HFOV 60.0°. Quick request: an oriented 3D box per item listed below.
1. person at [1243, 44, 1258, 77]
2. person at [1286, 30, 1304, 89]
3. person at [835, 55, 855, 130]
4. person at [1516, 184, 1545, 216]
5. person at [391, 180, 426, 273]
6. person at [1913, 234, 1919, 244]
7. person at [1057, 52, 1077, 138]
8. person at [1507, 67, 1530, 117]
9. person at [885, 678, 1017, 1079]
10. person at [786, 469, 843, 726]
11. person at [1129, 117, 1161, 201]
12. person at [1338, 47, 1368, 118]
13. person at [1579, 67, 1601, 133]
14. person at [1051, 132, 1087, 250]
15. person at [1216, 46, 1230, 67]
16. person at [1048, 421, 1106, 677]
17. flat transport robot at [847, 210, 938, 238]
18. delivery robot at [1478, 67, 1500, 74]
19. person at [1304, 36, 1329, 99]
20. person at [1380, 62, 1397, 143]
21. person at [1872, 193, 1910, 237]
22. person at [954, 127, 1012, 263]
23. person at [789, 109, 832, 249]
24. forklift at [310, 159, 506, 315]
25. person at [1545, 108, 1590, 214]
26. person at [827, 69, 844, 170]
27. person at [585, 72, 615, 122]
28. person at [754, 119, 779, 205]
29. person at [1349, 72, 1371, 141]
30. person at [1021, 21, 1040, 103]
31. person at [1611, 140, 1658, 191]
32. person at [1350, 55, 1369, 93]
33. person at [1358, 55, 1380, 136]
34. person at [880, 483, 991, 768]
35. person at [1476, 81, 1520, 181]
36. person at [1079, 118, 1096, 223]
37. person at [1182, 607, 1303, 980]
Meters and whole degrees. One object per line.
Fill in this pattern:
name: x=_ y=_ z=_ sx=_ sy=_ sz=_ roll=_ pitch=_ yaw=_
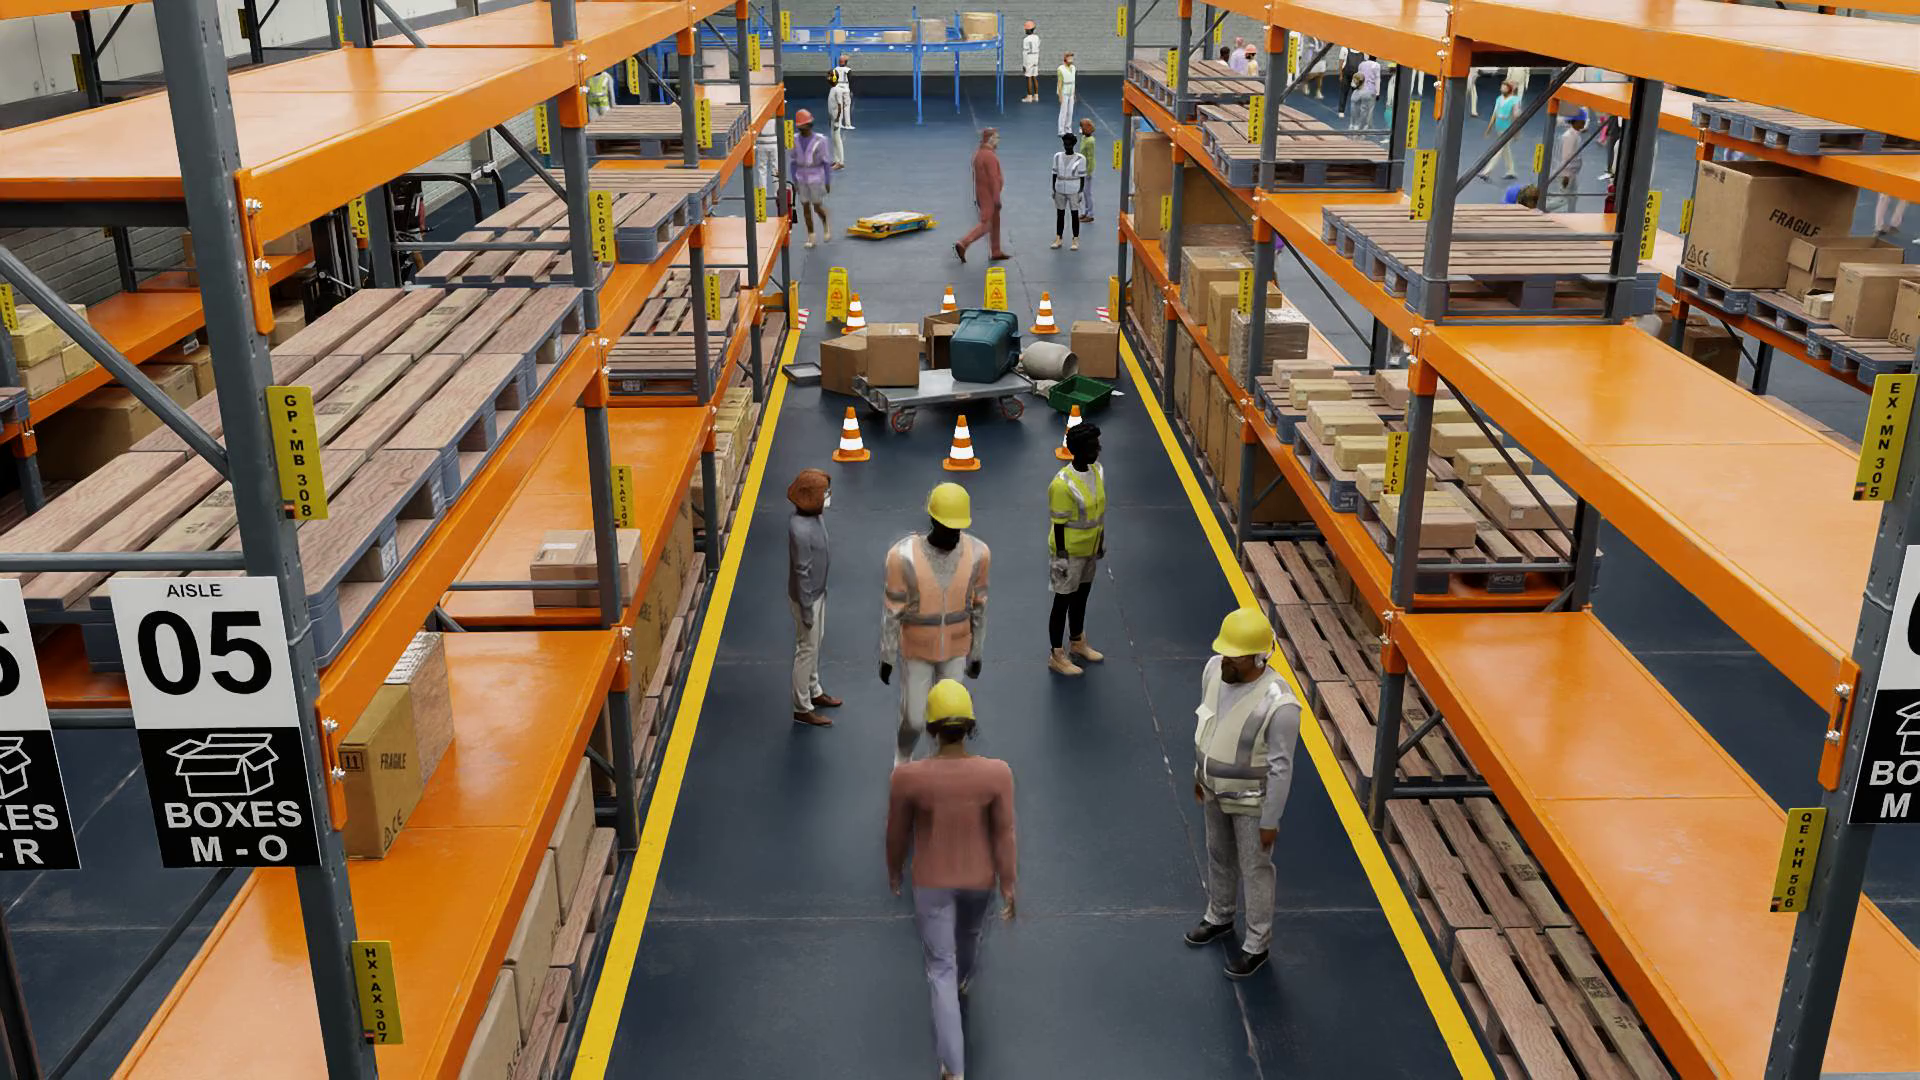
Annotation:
person: x=6.417 y=-9.982 z=36.881 sx=0.376 sy=1.939 sz=0.547 roll=2 pitch=21 yaw=6
person: x=9.268 y=-13.509 z=46.282 sx=0.576 sy=1.881 sz=0.352 roll=-9 pitch=22 yaw=-22
person: x=-2.639 y=-10.175 z=37.809 sx=0.522 sy=1.636 sz=0.309 roll=16 pitch=26 yaw=36
person: x=6.211 y=-2.933 z=18.275 sx=0.406 sy=1.924 sz=0.642 roll=13 pitch=24 yaw=31
person: x=-6.952 y=-3.919 z=20.708 sx=0.605 sy=2.045 sz=0.382 roll=-17 pitch=27 yaw=-38
person: x=14.502 y=-5.251 z=24.665 sx=0.489 sy=1.737 sz=0.320 roll=-2 pitch=21 yaw=-5
person: x=2.316 y=-9.725 z=36.351 sx=0.395 sy=1.831 sz=0.576 roll=16 pitch=26 yaw=36
person: x=13.226 y=-10.800 z=39.465 sx=0.499 sy=1.634 sz=0.279 roll=5 pitch=21 yaw=14
person: x=-0.045 y=1.408 z=7.093 sx=0.540 sy=1.699 sz=0.944 roll=-3 pitch=21 yaw=-8
person: x=-0.896 y=0.340 z=10.039 sx=0.285 sy=1.623 sz=0.509 roll=2 pitch=21 yaw=5
person: x=3.111 y=-6.710 z=28.366 sx=0.632 sy=1.842 sz=0.429 roll=-6 pitch=22 yaw=-16
person: x=9.430 y=-11.161 z=39.854 sx=0.676 sy=2.000 sz=0.536 roll=-1 pitch=21 yaw=-2
person: x=14.199 y=-10.048 z=37.223 sx=0.840 sy=1.827 sz=0.567 roll=-13 pitch=24 yaw=-30
person: x=1.577 y=-5.092 z=24.290 sx=0.533 sy=1.697 sz=0.318 roll=9 pitch=23 yaw=23
person: x=5.750 y=-9.930 z=36.791 sx=0.399 sy=1.908 sz=0.599 roll=-5 pitch=21 yaw=-13
person: x=0.754 y=0.047 z=10.714 sx=0.320 sy=1.693 sz=0.534 roll=15 pitch=25 yaw=34
flat transport robot: x=-1.040 y=-4.918 z=25.815 sx=0.652 sy=0.197 sz=1.431 roll=16 pitch=26 yaw=36
delivery robot: x=15.680 y=-14.061 z=49.455 sx=0.707 sy=0.478 sz=0.477 roll=8 pitch=22 yaw=20
person: x=9.486 y=-12.745 z=44.054 sx=0.618 sy=2.030 sz=0.564 roll=-10 pitch=23 yaw=-24
person: x=9.213 y=-9.356 z=35.490 sx=0.371 sy=1.757 sz=0.527 roll=8 pitch=22 yaw=20
person: x=14.245 y=-5.582 z=25.216 sx=0.583 sy=1.960 sz=0.626 roll=-12 pitch=24 yaw=-29
person: x=0.334 y=-4.832 z=23.354 sx=0.809 sy=1.878 sz=0.649 roll=-4 pitch=21 yaw=-10
person: x=-2.192 y=-5.293 z=24.376 sx=0.612 sy=2.020 sz=0.577 roll=8 pitch=22 yaw=20
forklift: x=-5.622 y=-2.910 z=17.832 sx=2.313 sy=2.155 sz=1.214 roll=-1 pitch=21 yaw=-1
person: x=9.206 y=-5.613 z=25.348 sx=0.768 sy=1.928 sz=0.621 roll=13 pitch=24 yaw=31
person: x=-2.414 y=-8.062 z=31.901 sx=0.328 sy=1.872 sz=0.512 roll=-7 pitch=22 yaw=-18
person: x=-7.501 y=-9.048 z=34.596 sx=0.651 sy=1.819 sz=0.431 roll=1 pitch=21 yaw=2
person: x=-3.230 y=-6.565 z=27.926 sx=0.580 sy=1.883 sz=0.352 roll=-6 pitch=21 yaw=-14
person: x=7.364 y=-7.674 z=30.802 sx=0.381 sy=1.929 sz=0.635 roll=-3 pitch=21 yaw=-7
person: x=1.811 y=-12.377 z=43.084 sx=0.401 sy=2.038 sz=0.608 roll=17 pitch=26 yaw=37
person: x=9.748 y=-5.173 z=24.171 sx=0.634 sy=1.936 sz=0.351 roll=-1 pitch=21 yaw=-2
person: x=10.982 y=-13.083 z=45.136 sx=0.497 sy=1.915 sz=0.741 roll=15 pitch=25 yaw=34
person: x=9.019 y=-9.886 z=36.658 sx=0.382 sy=1.917 sz=0.585 roll=-15 pitch=25 yaw=-35
person: x=-0.137 y=0.571 z=9.036 sx=0.627 sy=1.903 sz=0.538 roll=-6 pitch=22 yaw=-15
person: x=9.914 y=-7.502 z=30.526 sx=0.974 sy=1.795 sz=0.577 roll=-5 pitch=21 yaw=-14
person: x=2.020 y=-5.880 z=26.476 sx=0.280 sy=1.628 sz=0.503 roll=-3 pitch=21 yaw=-8
person: x=1.276 y=1.140 z=7.639 sx=0.403 sy=1.828 sz=0.592 roll=-12 pitch=24 yaw=-28
